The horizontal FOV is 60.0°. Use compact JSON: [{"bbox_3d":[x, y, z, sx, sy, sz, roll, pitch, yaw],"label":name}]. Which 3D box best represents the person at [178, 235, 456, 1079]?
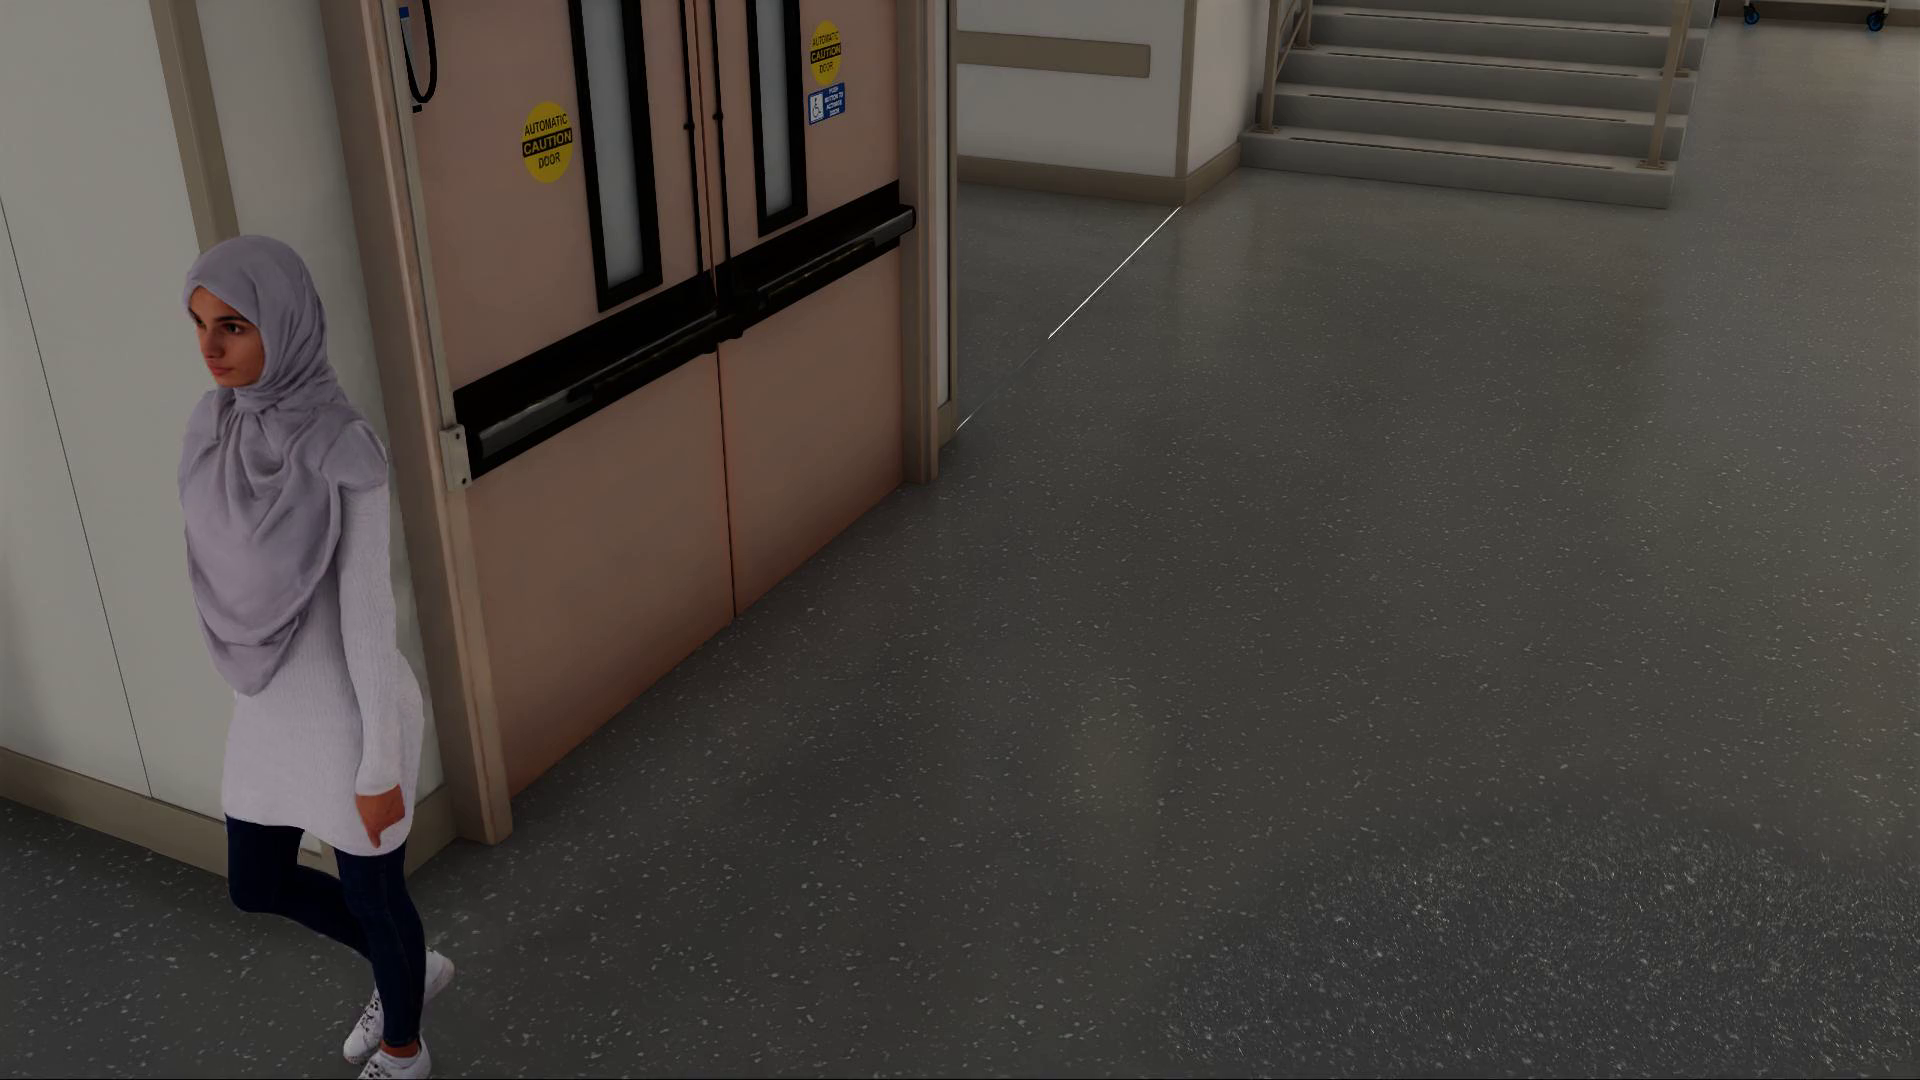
[{"bbox_3d":[-1.109,0.294,3.055,0.661,1.771,0.642,14,29,27],"label":"person"}]
